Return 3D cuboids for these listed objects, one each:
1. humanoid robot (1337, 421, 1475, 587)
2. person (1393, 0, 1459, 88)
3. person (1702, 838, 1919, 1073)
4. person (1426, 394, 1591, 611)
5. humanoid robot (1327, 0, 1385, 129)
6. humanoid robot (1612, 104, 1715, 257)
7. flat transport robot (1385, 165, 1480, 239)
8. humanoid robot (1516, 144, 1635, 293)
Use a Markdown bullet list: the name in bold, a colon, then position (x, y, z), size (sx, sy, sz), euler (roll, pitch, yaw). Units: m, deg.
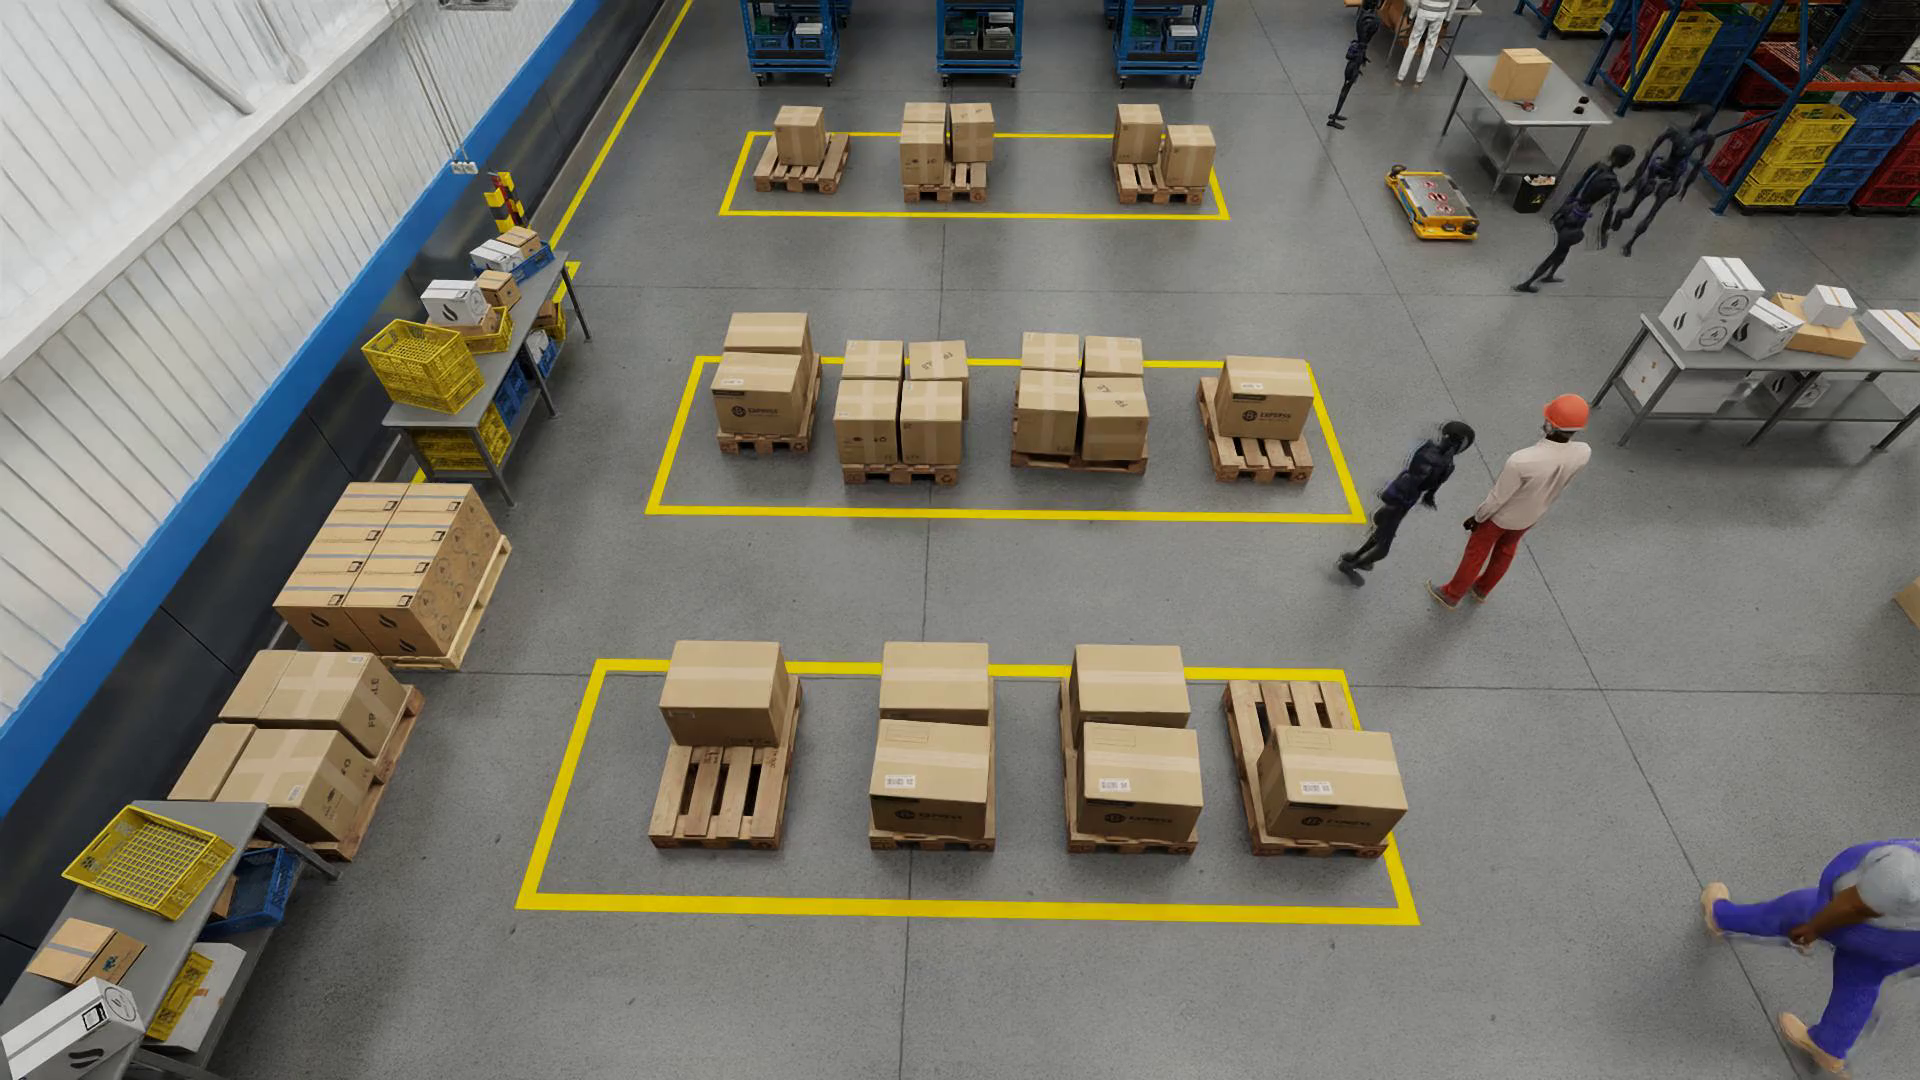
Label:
- **humanoid robot**: position (3.316, -0.277, 6.851), size (0.480, 1.633, 0.600), euler (35, 58, 27)
- **person**: position (6.581, -7.332, 12.812), size (0.572, 1.883, 0.354), euler (13, 50, 11)
- **person**: position (4.723, 1.955, 4.671), size (0.723, 2.000, 1.025), euler (6, 49, 5)
- **person**: position (3.955, -0.230, 6.593), size (0.621, 1.989, 0.397), euler (-10, 50, -9)
- **humanoid robot**: position (5.244, -6.327, 12.069), size (0.327, 1.657, 0.589), euler (18, 51, 15)
- **humanoid robot**: position (7.709, -3.998, 10.073), size (0.618, 1.647, 0.541), euler (18, 51, 15)
- **flat transport robot**: position (5.692, -4.094, 11.059), size (0.652, 0.197, 1.431), euler (1, 49, 1)
- **humanoid robot**: position (6.398, -3.283, 9.450), size (0.632, 1.635, 0.574), euler (3, 49, 3)
